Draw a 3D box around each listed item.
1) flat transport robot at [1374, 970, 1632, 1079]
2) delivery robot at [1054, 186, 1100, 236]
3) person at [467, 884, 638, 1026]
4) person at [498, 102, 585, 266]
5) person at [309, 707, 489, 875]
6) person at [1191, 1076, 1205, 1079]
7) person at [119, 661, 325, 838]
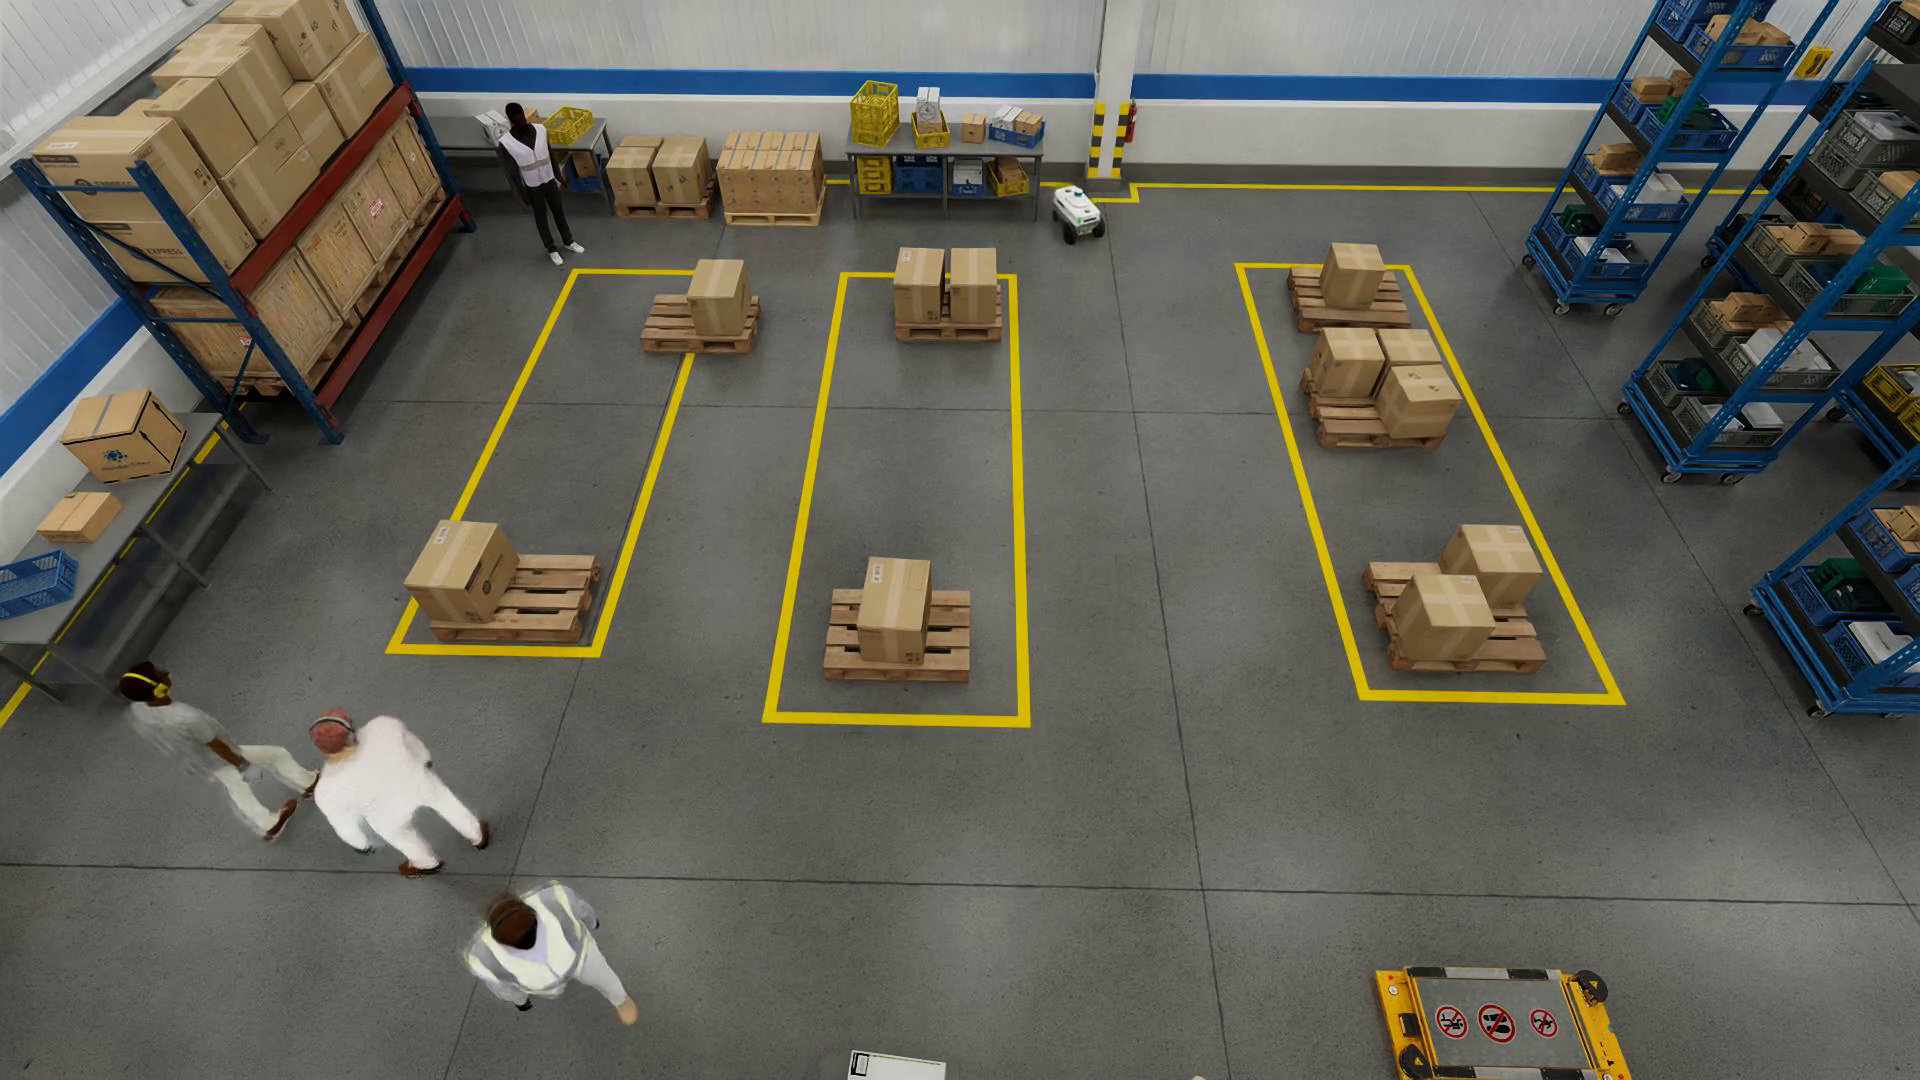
[{"bbox_3d":[3.501,3.133,5.914,1.431,0.197,0.652,1,51,1],"label":"flat transport robot"},{"bbox_3d":[1.487,-4.235,11.680,0.477,0.478,0.707,-18,53,-14],"label":"delivery robot"},{"bbox_3d":[-2.469,2.434,5.494,0.635,1.820,0.735,-34,59,-25],"label":"person"},{"bbox_3d":[-4.978,-4.238,10.868,0.396,1.919,0.590,33,58,24],"label":"person"},{"bbox_3d":[-3.739,1.709,6.043,0.483,1.882,0.740,16,53,13],"label":"person"},{"bbox_3d":[1.131,3.238,4.827,0.404,1.834,0.591,29,56,21],"label":"person"},{"bbox_3d":[-5.046,1.375,6.337,0.566,1.840,0.780,7,51,6],"label":"person"}]
